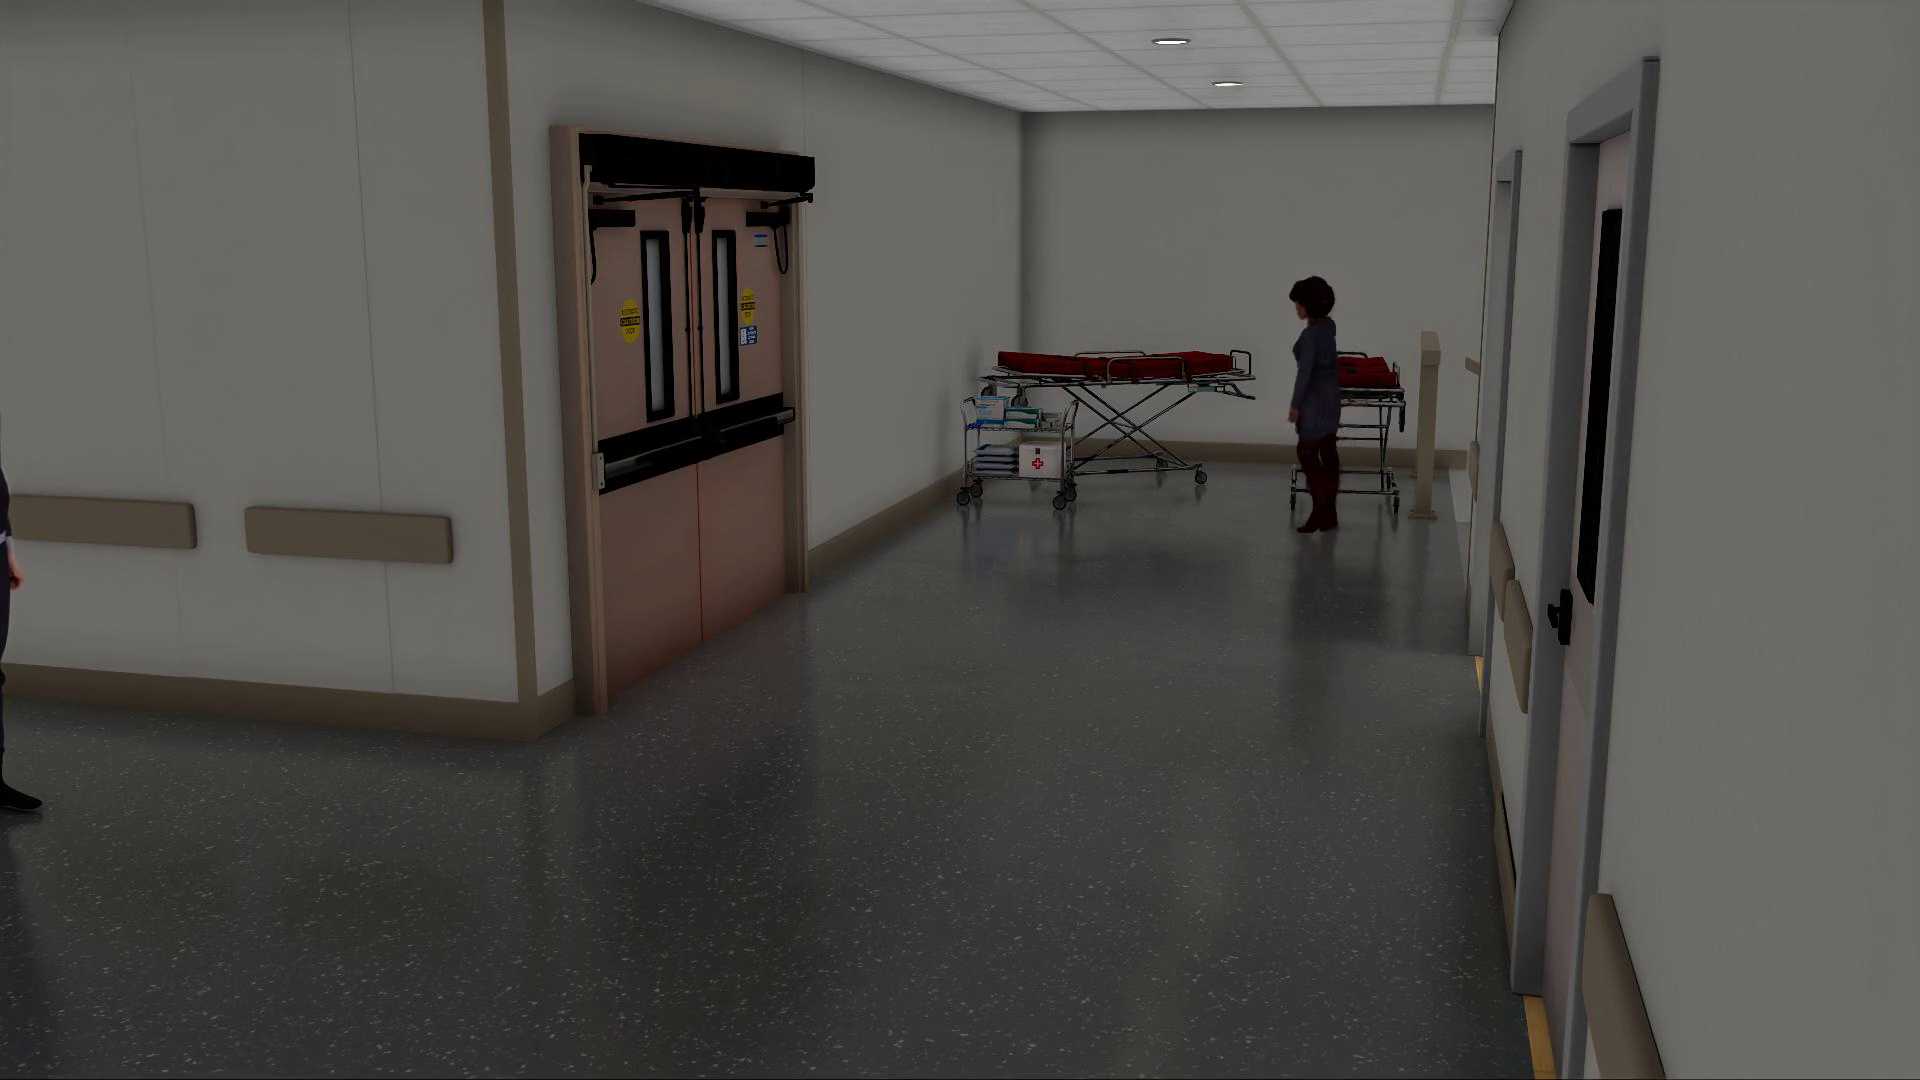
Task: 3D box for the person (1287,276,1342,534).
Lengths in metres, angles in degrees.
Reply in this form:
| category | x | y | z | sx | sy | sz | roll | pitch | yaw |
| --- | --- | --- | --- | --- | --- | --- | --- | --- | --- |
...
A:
| category | x | y | z | sx | sy | sz | roll | pitch | yaw |
| --- | --- | --- | --- | --- | --- | --- | --- | --- | --- |
| person | 2.438 | -0.902 | 11.076 | 0.634 | 1.696 | 0.829 | -8 | 14 | -38 |

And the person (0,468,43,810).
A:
| category | x | y | z | sx | sy | sz | roll | pitch | yaw |
| --- | --- | --- | --- | --- | --- | --- | --- | --- | --- |
| person | -3.415 | 0.089 | 5.624 | 0.684 | 1.782 | 0.509 | 6 | 12 | 27 |
